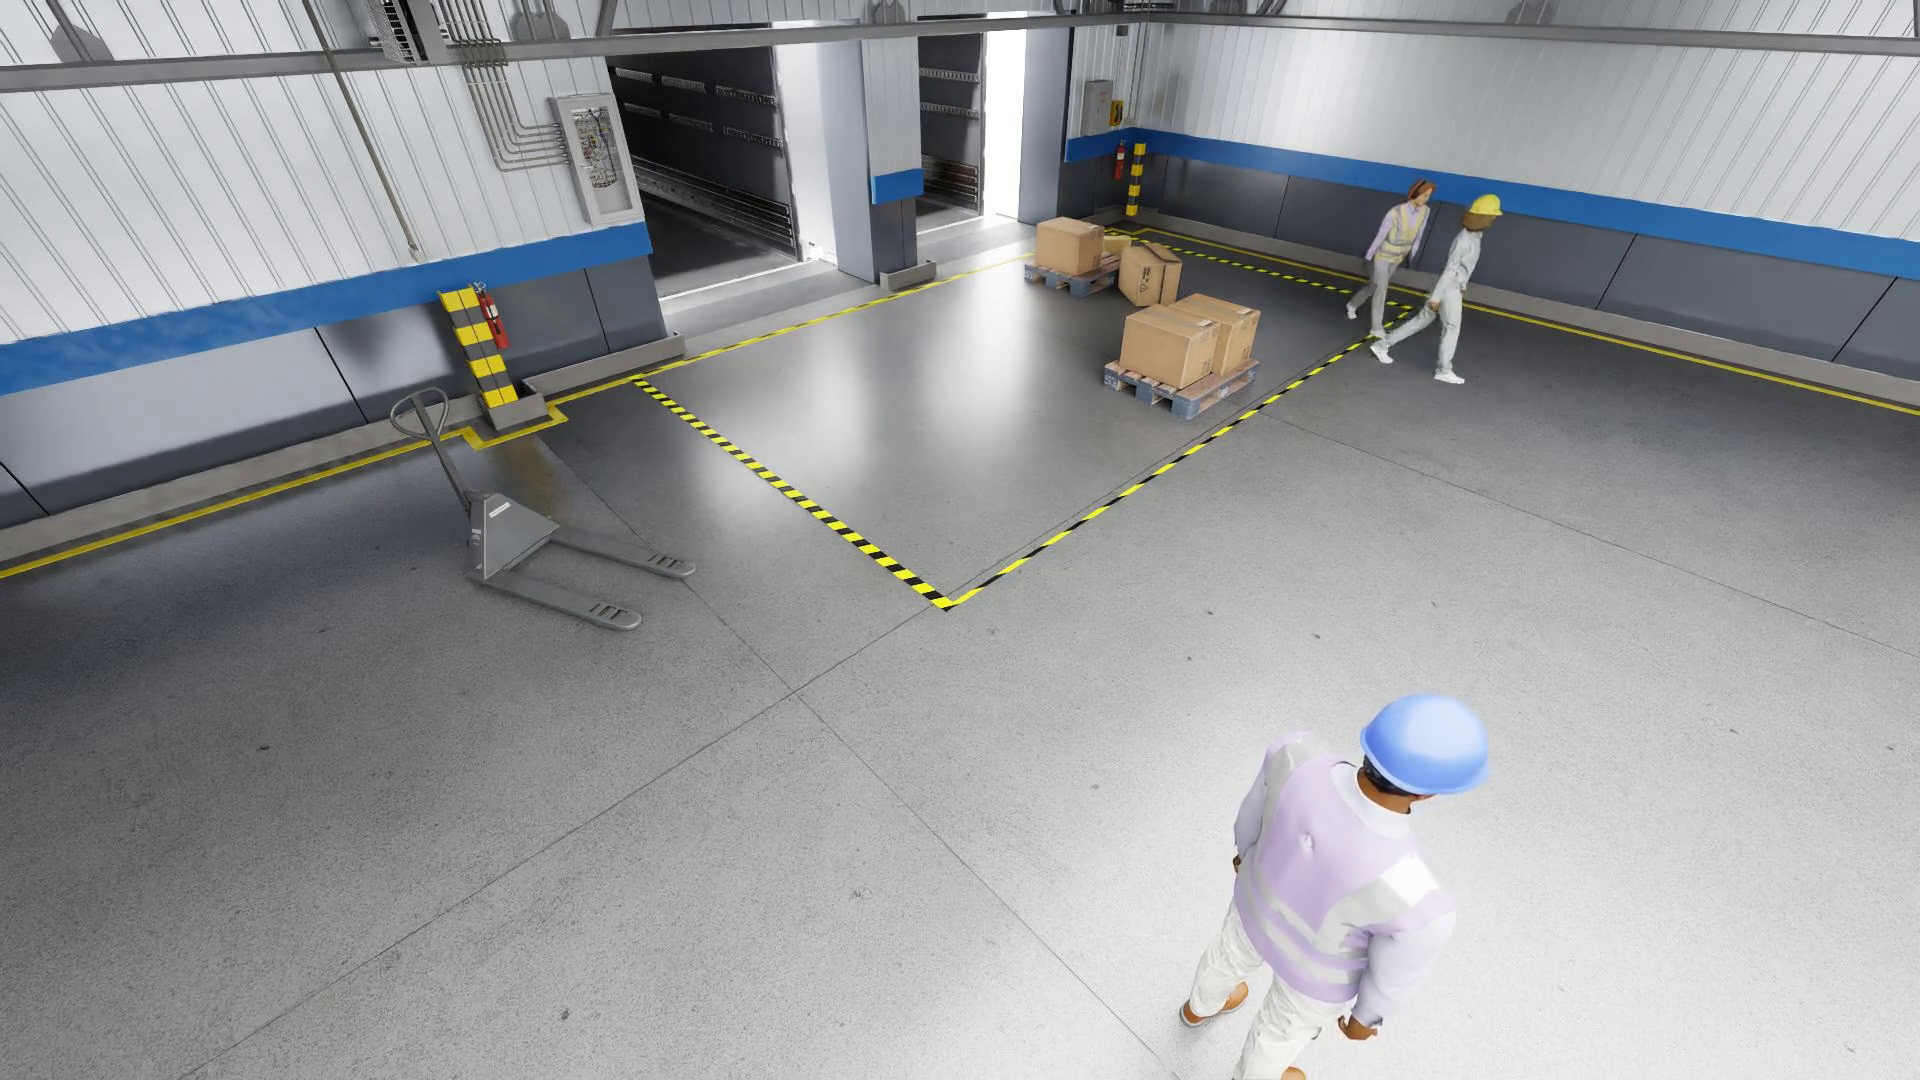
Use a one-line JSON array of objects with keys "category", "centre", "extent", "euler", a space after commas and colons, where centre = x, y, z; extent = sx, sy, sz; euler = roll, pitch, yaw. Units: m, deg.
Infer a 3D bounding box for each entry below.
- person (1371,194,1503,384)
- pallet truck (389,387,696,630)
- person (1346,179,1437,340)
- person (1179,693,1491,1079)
[{"category": "person", "centre": [4.639, -2.391, 6.989], "extent": [0.914, 1.696, 0.489], "euler": [21, 42, 25]}, {"category": "pallet truck", "centre": [-2.613, -0.247, 4.593], "extent": [1.601, 1.201, 0.680], "euler": [14, 40, 17]}, {"category": "person", "centre": [4.634, -3.063, 7.943], "extent": [0.555, 1.585, 0.874], "euler": [-11, 39, -14]}, {"category": "person", "centre": [1.046, 1.148, 2.209], "extent": [0.402, 1.945, 0.614], "euler": [-12, 39, -15]}]
